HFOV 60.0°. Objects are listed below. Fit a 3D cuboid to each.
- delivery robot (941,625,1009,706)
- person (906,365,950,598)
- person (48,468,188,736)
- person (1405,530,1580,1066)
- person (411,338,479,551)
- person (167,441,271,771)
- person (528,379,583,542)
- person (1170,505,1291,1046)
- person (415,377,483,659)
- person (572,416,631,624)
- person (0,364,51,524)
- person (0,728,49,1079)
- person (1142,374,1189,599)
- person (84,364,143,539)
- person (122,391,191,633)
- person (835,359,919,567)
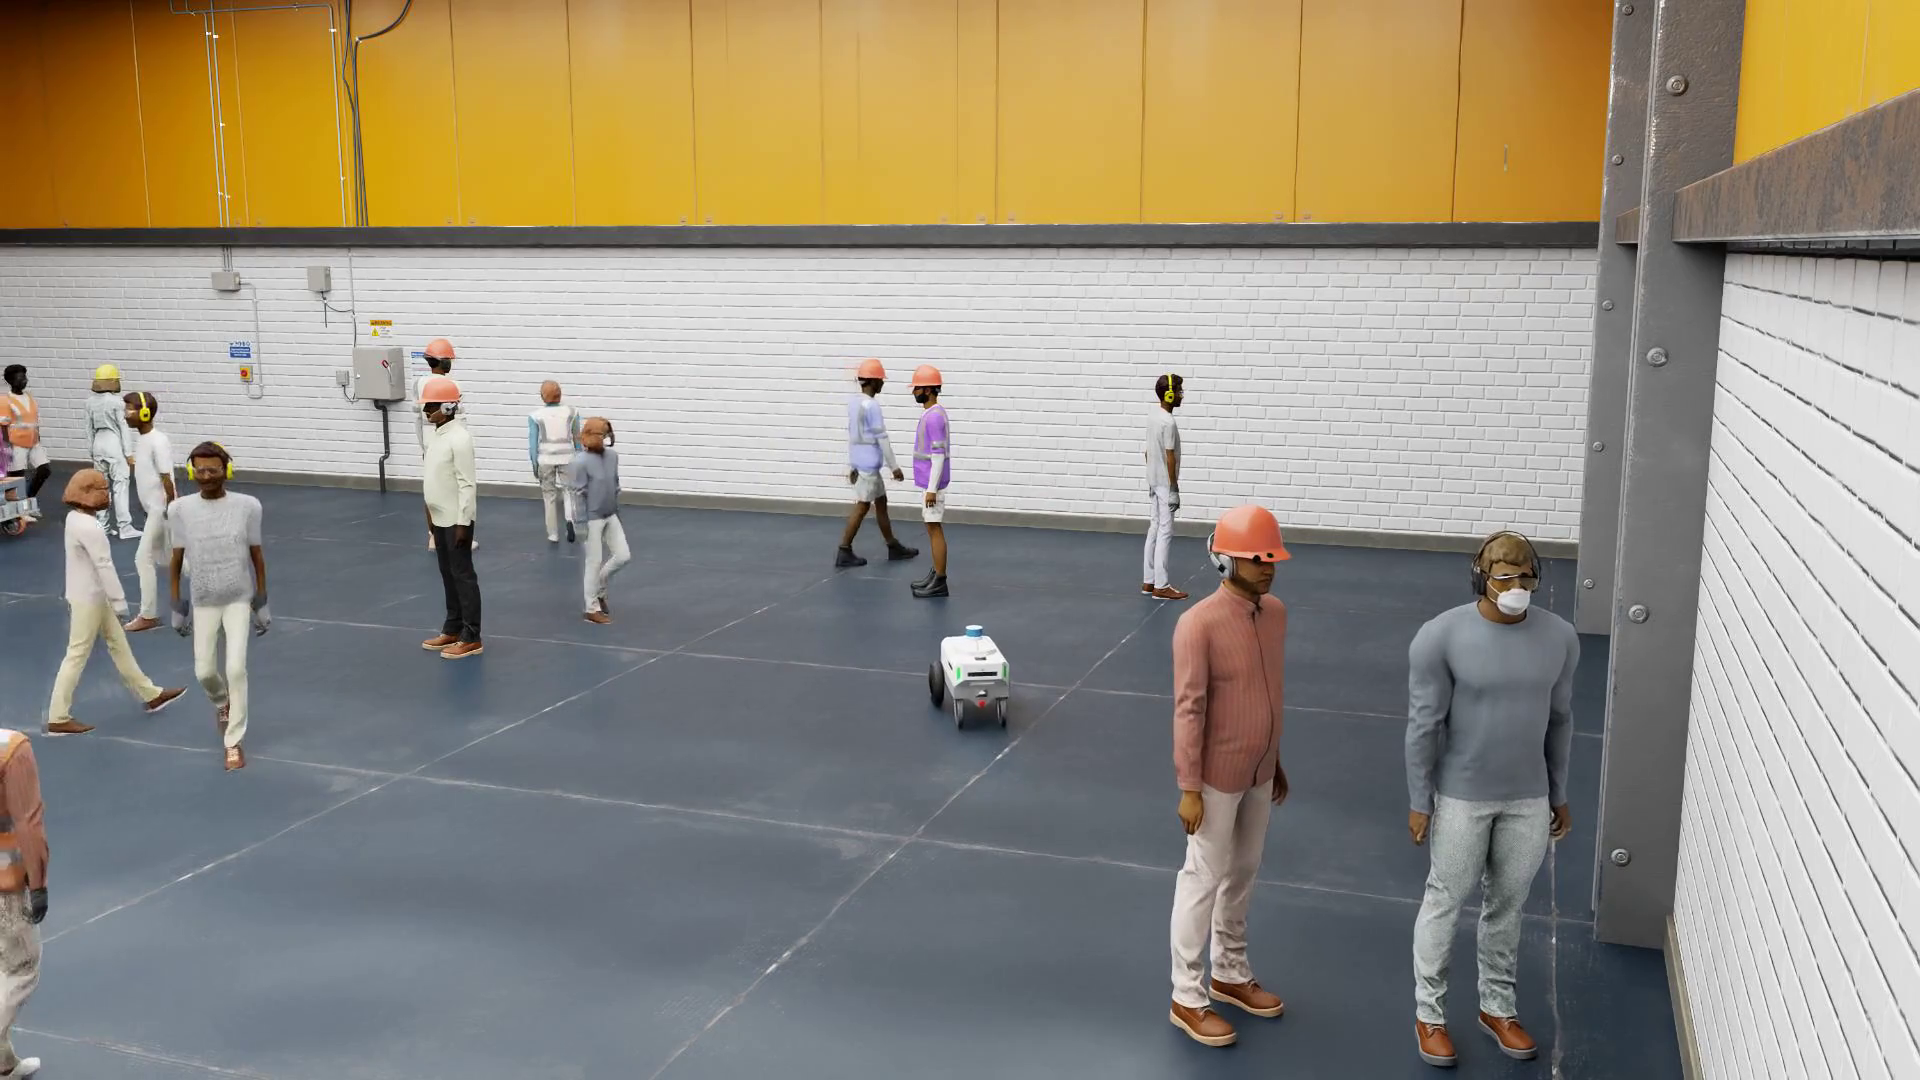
[{"bbox_3d":[0.088,0.777,10.364,0.477,0.478,0.707,-1,10,-8],"label":"delivery robot"},{"bbox_3d":[-0.264,-0.488,13.858,0.363,1.935,0.553,-1,10,-3],"label":"person"},{"bbox_3d":[-5.171,0.358,10.074,0.851,1.588,0.525,-8,13,-37],"label":"person"},{"bbox_3d":[1.892,0.916,5.950,0.635,1.937,0.353,-2,10,-10],"label":"person"},{"bbox_3d":[-4.914,-0.895,15.855,0.608,2.044,0.370,5,11,26],"label":"person"},{"bbox_3d":[-4.193,0.339,9.453,0.526,1.851,0.689,-3,11,-17],"label":"person"},{"bbox_3d":[-3.931,-0.753,16.222,0.524,1.621,0.590,-4,11,-20],"label":"person"},{"bbox_3d":[1.023,0.850,6.161,0.395,1.992,0.623,10,14,44],"label":"person"},{"bbox_3d":[-3.640,-0.162,11.859,0.381,1.994,0.620,-8,13,-37],"label":"person"},{"bbox_3d":[-2.764,-0.150,12.853,0.346,1.620,0.530,5,11,27],"label":"person"},{"bbox_3d":[-9.837,-1.004,17.457,0.371,1.681,0.554,2,10,14],"label":"person"},{"bbox_3d":[-3.289,1.159,5.492,0.522,1.622,0.634,1,10,5],"label":"person"},{"bbox_3d":[1.707,-0.446,13.812,0.313,1.869,0.538,-2,10,-14],"label":"person"},{"bbox_3d":[-8.480,-0.882,16.631,0.489,1.741,0.321,3,10,14],"label":"person"},{"bbox_3d":[-6.061,-0.232,12.716,0.817,1.843,0.504,-7,12,-35],"label":"person"},{"bbox_3d":[-0.781,-0.704,15.212,0.861,1.898,0.550,-4,11,-19],"label":"person"}]
